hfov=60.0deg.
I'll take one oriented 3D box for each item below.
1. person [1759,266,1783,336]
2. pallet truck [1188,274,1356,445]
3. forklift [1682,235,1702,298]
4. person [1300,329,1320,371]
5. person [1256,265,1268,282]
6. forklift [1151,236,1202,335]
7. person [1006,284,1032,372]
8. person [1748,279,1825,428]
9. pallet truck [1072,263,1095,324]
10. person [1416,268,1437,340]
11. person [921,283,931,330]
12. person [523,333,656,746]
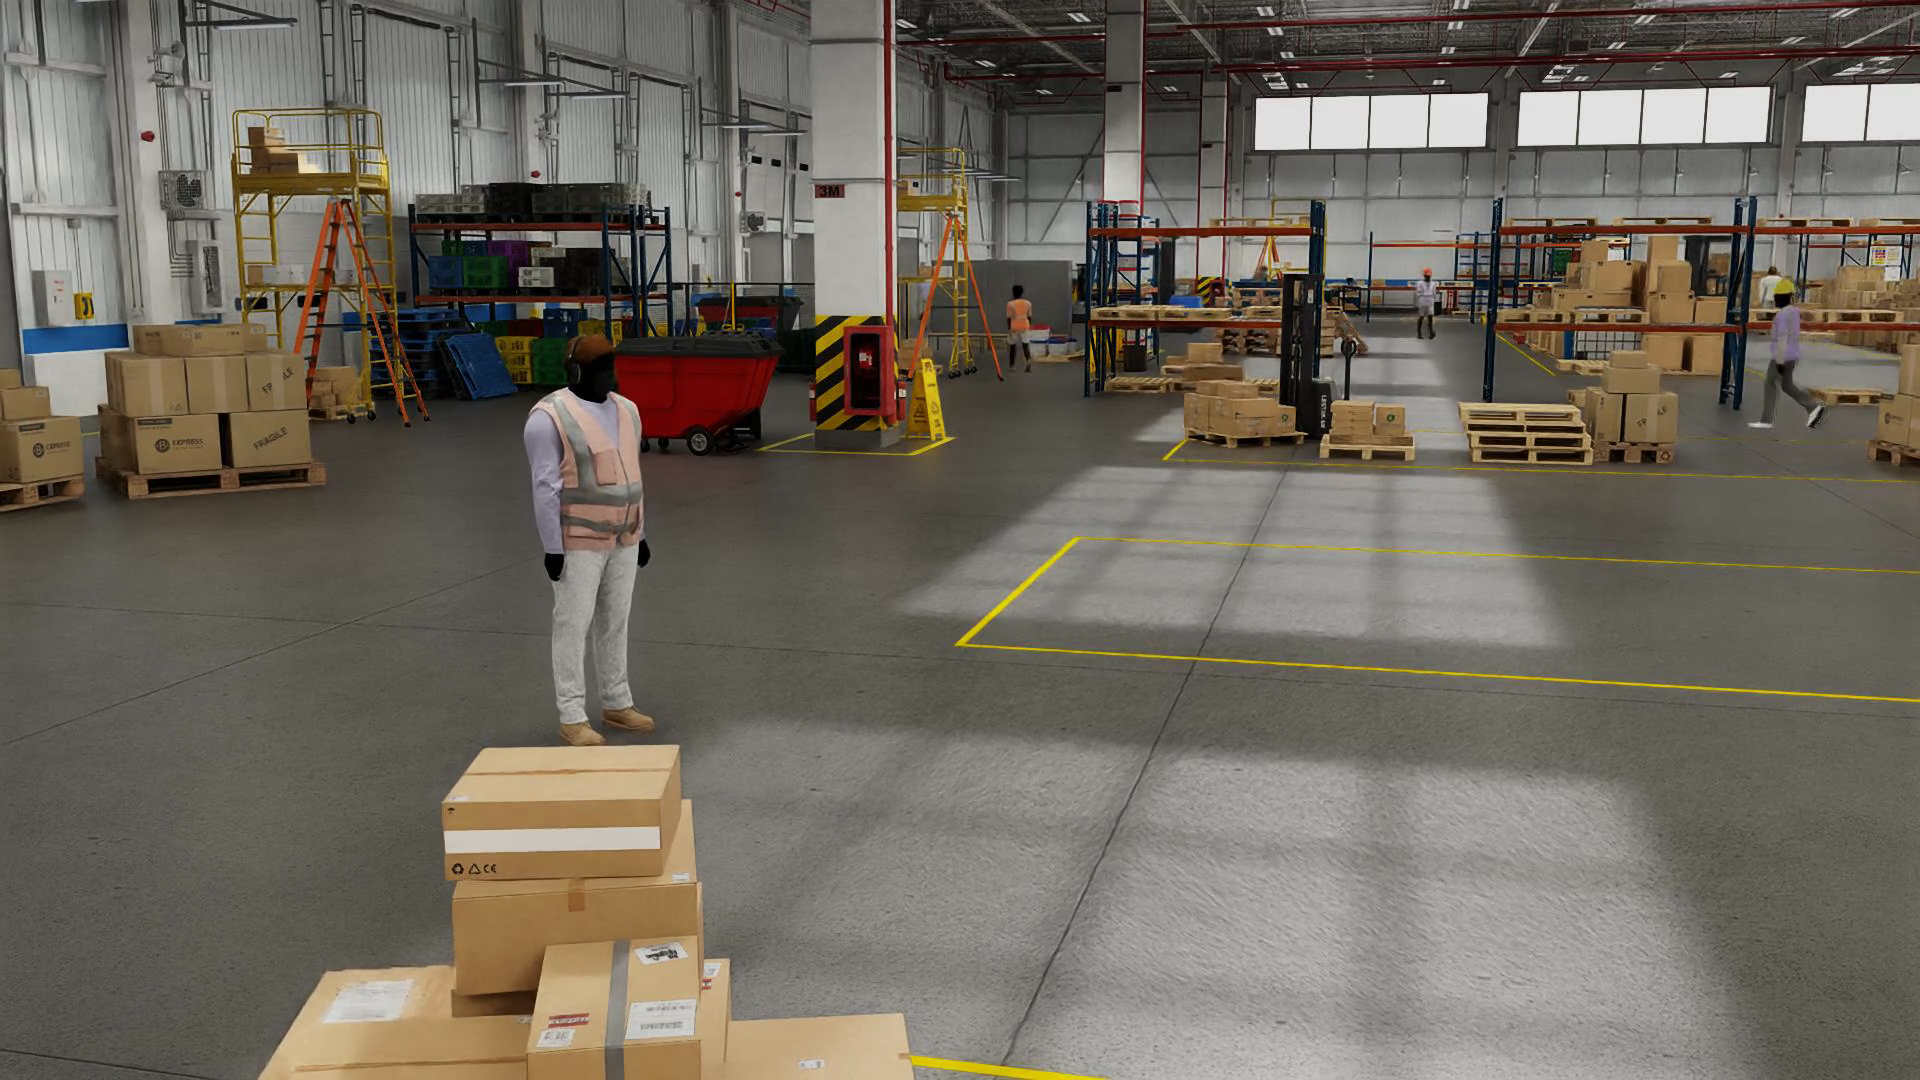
[{"bbox_3d":[22.639,-6.670,46.445,0.630,1.940,0.372,1,10,7],"label":"person"},{"bbox_3d":[3.653,-2.138,19.590,1.885,1.965,0.823,-4,10,-20],"label":"pallet truck"},{"bbox_3d":[21.459,-7.560,48.919,1.873,2.768,1.129,2,10,14],"label":"forklift"},{"bbox_3d":[6.772,-4.113,31.985,0.485,1.739,0.320,-8,13,-40],"label":"person"},{"bbox_3d":[11.537,-9.438,62.898,0.643,1.884,1.015,9,13,44],"label":"person"},{"bbox_3d":[5.870,-7.214,46.880,1.873,2.768,1.129,2,10,14],"label":"forklift"},{"bbox_3d":[1.139,-4.008,31.534,0.530,1.673,0.773,-3,10,-16],"label":"person"},{"bbox_3d":[10.513,-2.339,21.044,0.592,1.908,0.781,-9,13,-44],"label":"person"},{"bbox_3d":[4.325,-8.180,55.162,0.823,1.965,1.885,6,11,31],"label":"pallet truck"},{"bbox_3d":[12.407,-6.271,44.254,0.563,1.877,1.046,-1,10,-4],"label":"person"},{"bbox_3d":[-0.918,-7.235,49.931,0.545,1.889,0.944,-3,10,-18],"label":"person"},{"bbox_3d":[-1.632,-0.003,7.478,0.429,1.844,0.625,6,11,33],"label":"person"}]
